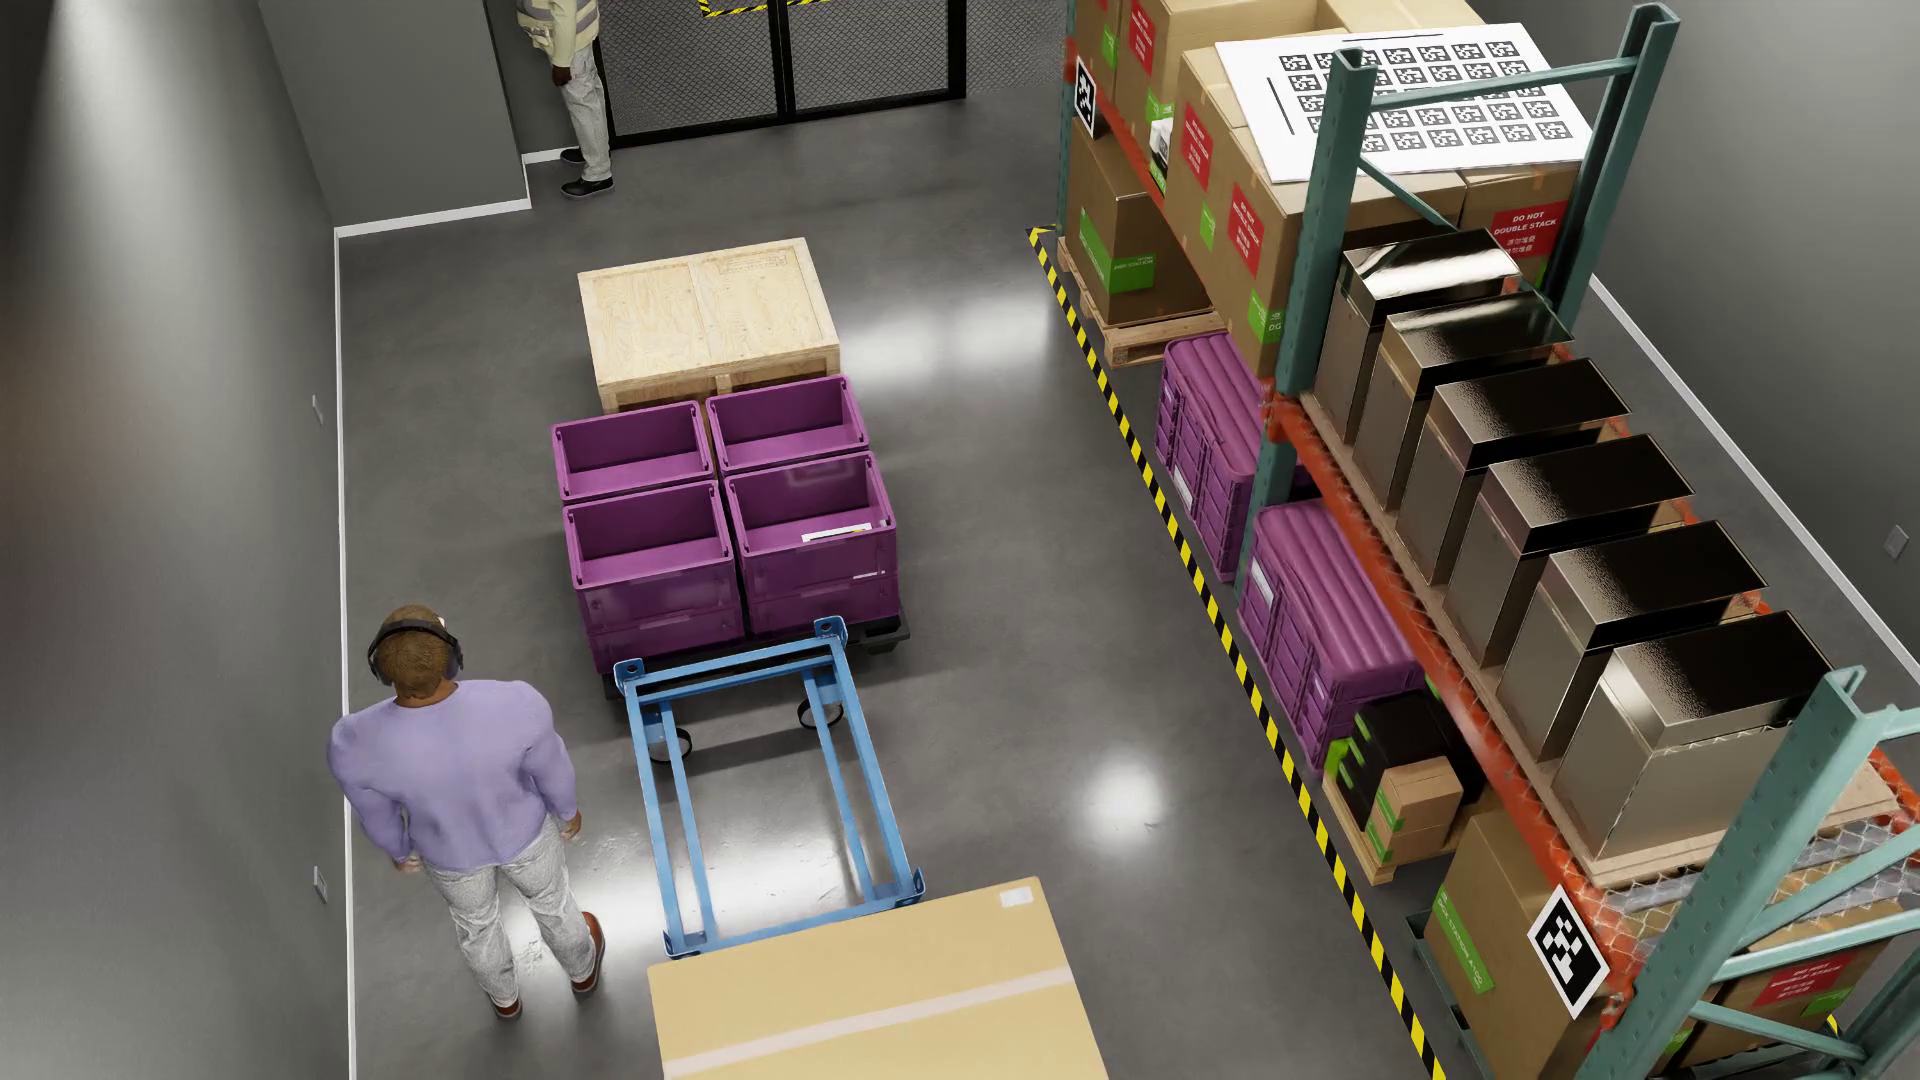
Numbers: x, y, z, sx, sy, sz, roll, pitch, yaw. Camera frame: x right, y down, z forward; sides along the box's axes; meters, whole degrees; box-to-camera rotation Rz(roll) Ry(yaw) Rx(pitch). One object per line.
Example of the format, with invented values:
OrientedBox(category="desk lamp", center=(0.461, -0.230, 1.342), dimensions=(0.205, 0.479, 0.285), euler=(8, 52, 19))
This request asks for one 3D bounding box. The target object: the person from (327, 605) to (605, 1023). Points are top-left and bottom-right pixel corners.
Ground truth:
OrientedBox(category="person", center=(-1.464, 0.875, 5.084), dimensions=(0.628, 1.940, 0.373), euler=(-13, 49, -12))

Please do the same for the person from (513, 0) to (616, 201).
OrientedBox(category="person", center=(-1.995, -2.560, 8.307), dimensions=(0.403, 1.834, 0.589), euler=(-5, 48, -5))
